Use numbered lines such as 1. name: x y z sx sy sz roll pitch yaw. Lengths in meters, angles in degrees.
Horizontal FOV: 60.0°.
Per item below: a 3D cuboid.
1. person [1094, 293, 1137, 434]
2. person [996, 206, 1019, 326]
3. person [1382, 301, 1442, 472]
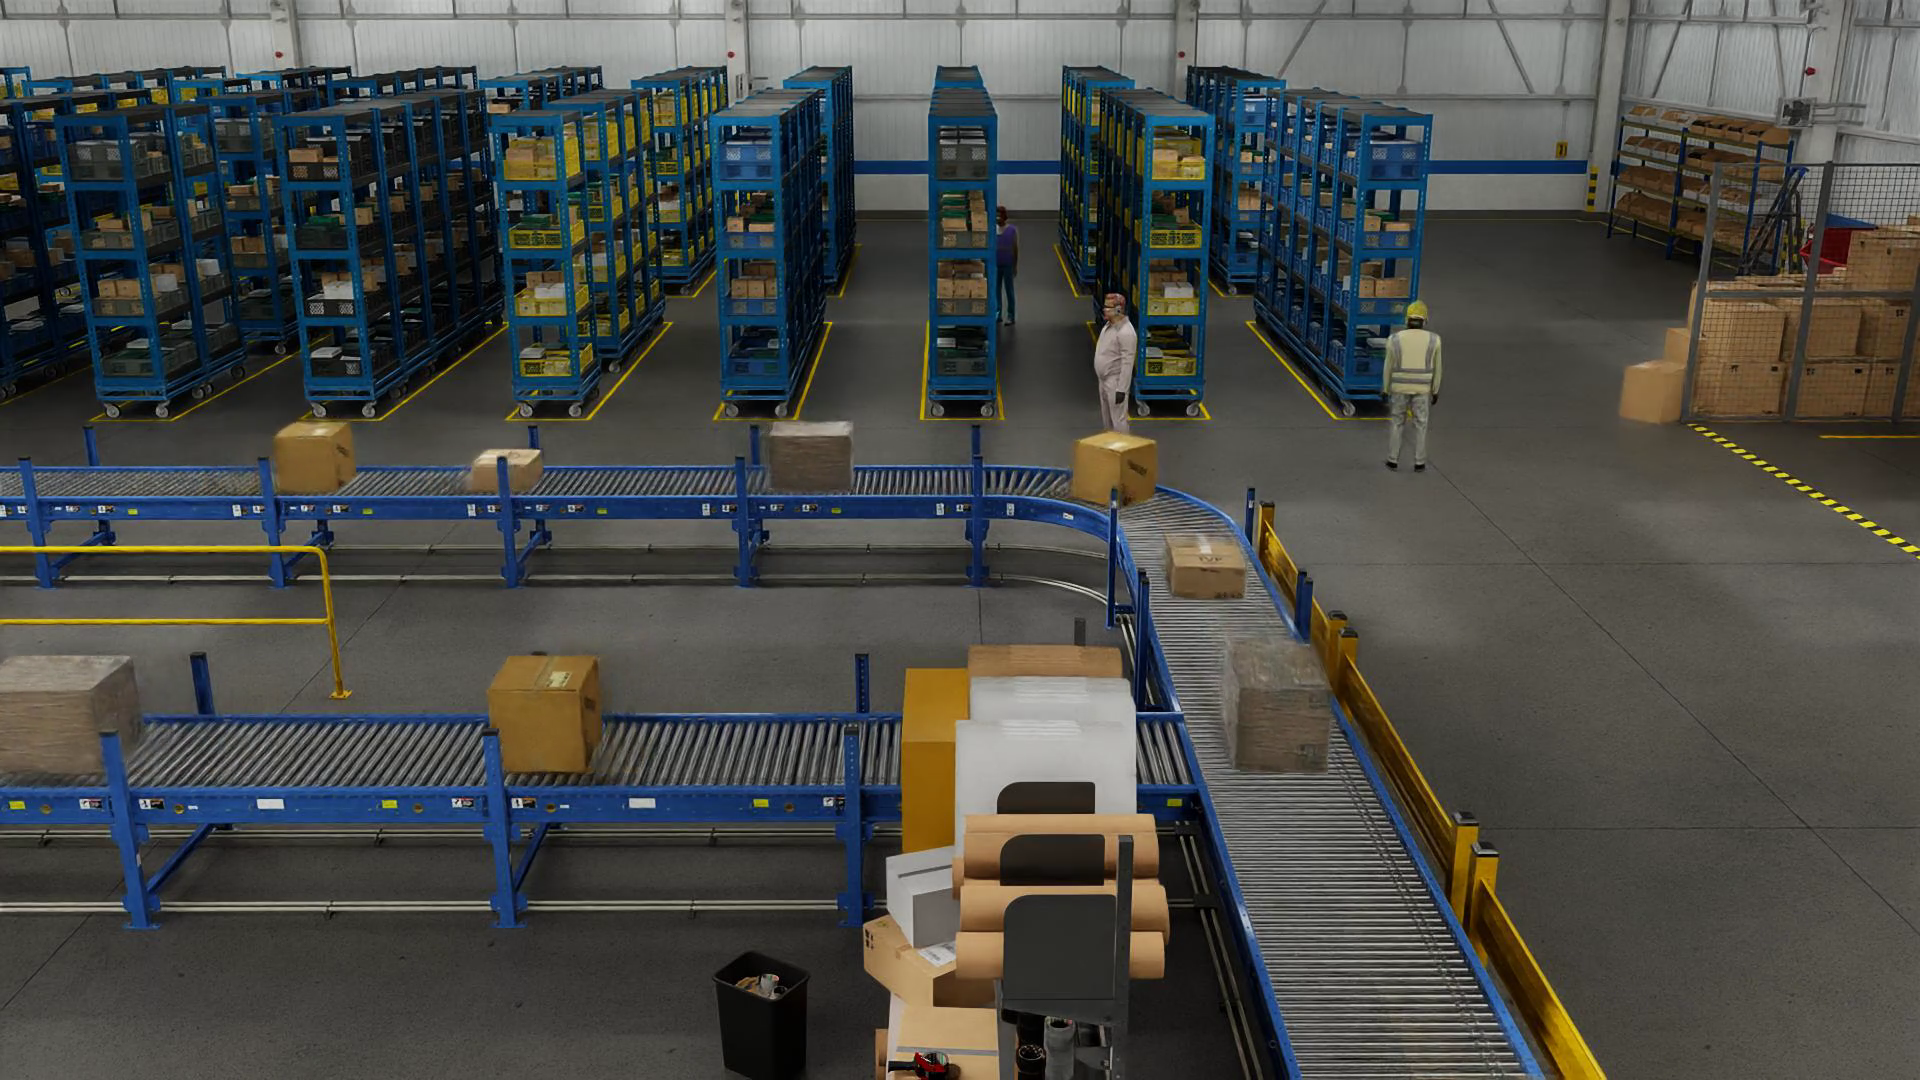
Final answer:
1. person: 1.623 -1.678 17.725 0.408 1.909 0.642 -5 19 -16
2. person: 0.658 -4.259 25.800 0.573 1.831 0.405 11 21 30
3. person: 4.794 -1.627 17.686 0.601 1.830 0.403 3 18 10
